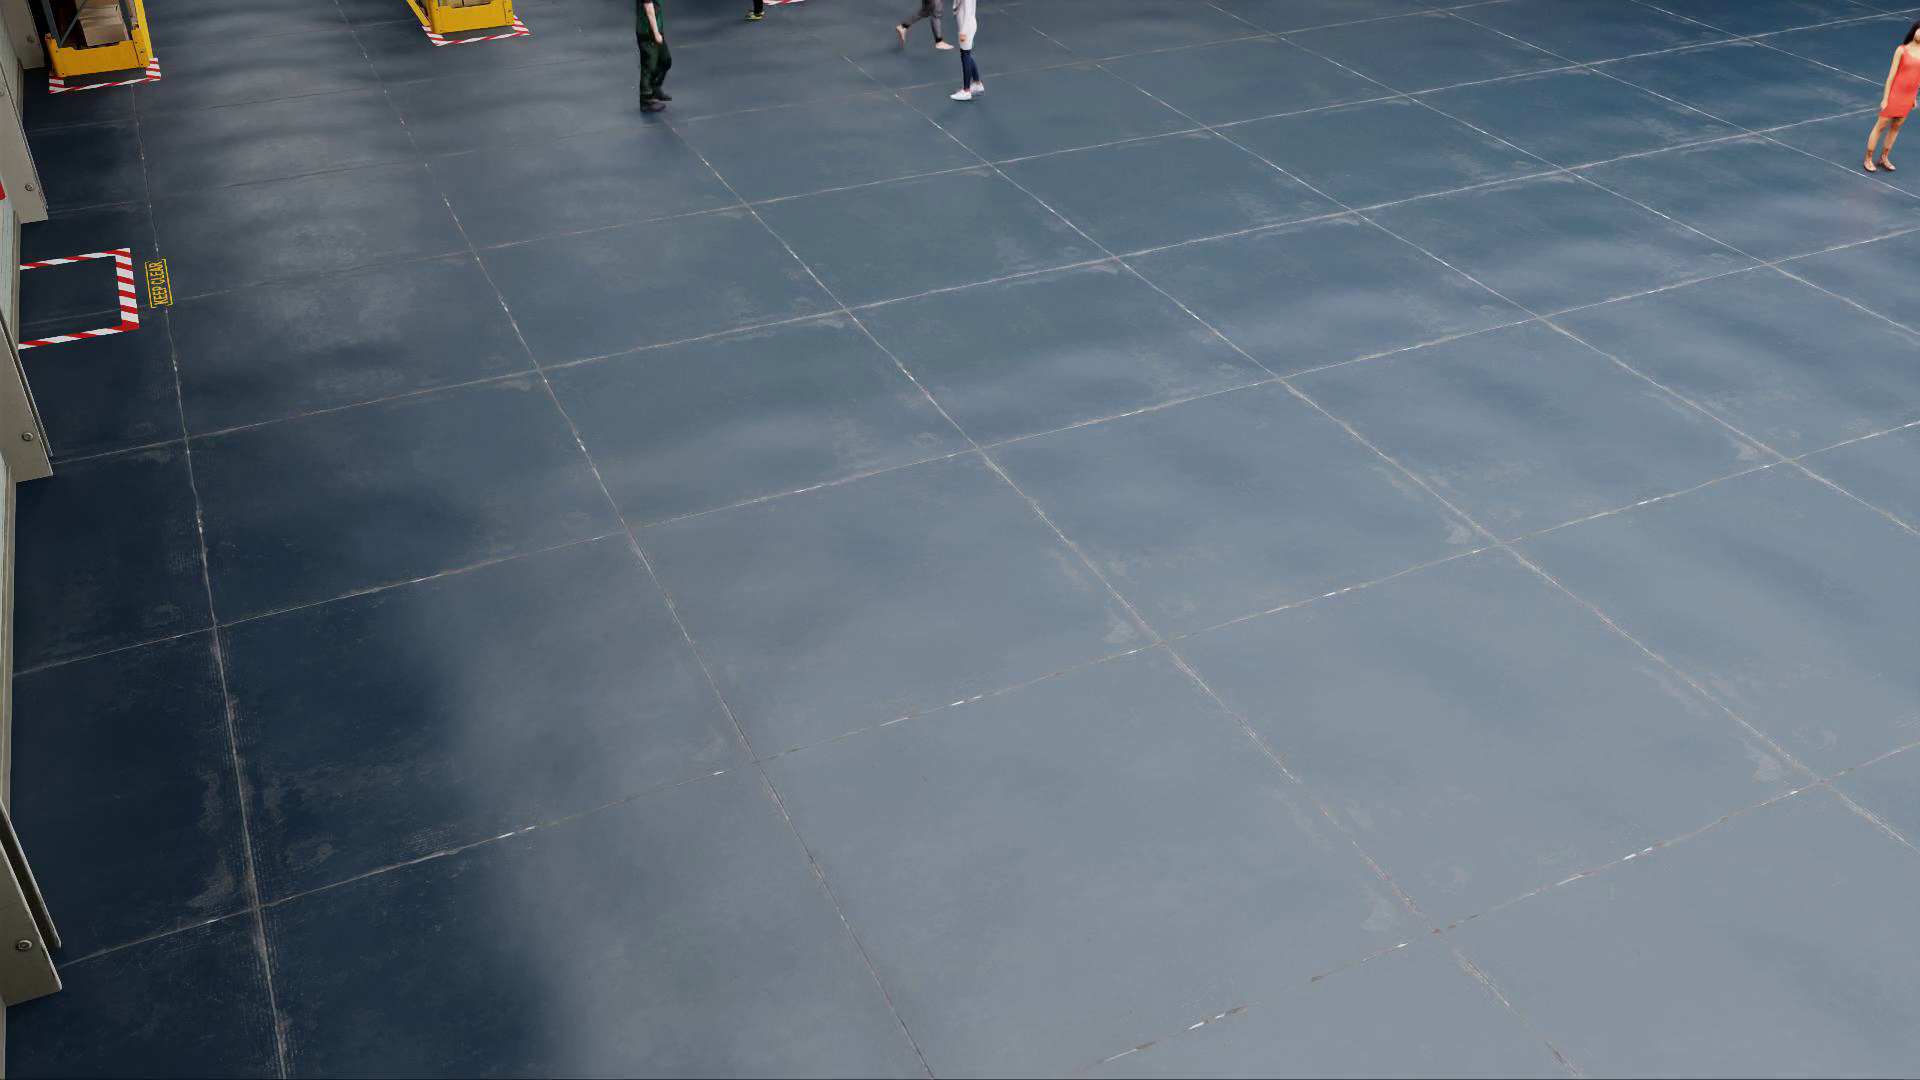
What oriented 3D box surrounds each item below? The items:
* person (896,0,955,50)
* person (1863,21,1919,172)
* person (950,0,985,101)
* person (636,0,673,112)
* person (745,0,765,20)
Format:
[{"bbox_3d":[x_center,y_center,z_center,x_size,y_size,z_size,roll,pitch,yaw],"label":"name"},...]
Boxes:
[{"bbox_3d":[-0.513,-7.647,22.831,1.035,1.814,1.105,1,33,1],"label":"person"},{"bbox_3d":[10.716,-5.075,18.964,0.648,1.719,0.635,-4,33,-6],"label":"person"},{"bbox_3d":[0.105,-6.499,21.099,0.806,1.777,0.732,0,33,0],"label":"person"},{"bbox_3d":[-3.946,-6.286,20.672,0.824,1.886,0.720,-5,33,-7],"label":"person"},{"bbox_3d":[-3.026,-8.427,24.270,0.685,1.552,0.602,6,33,9],"label":"person"}]
